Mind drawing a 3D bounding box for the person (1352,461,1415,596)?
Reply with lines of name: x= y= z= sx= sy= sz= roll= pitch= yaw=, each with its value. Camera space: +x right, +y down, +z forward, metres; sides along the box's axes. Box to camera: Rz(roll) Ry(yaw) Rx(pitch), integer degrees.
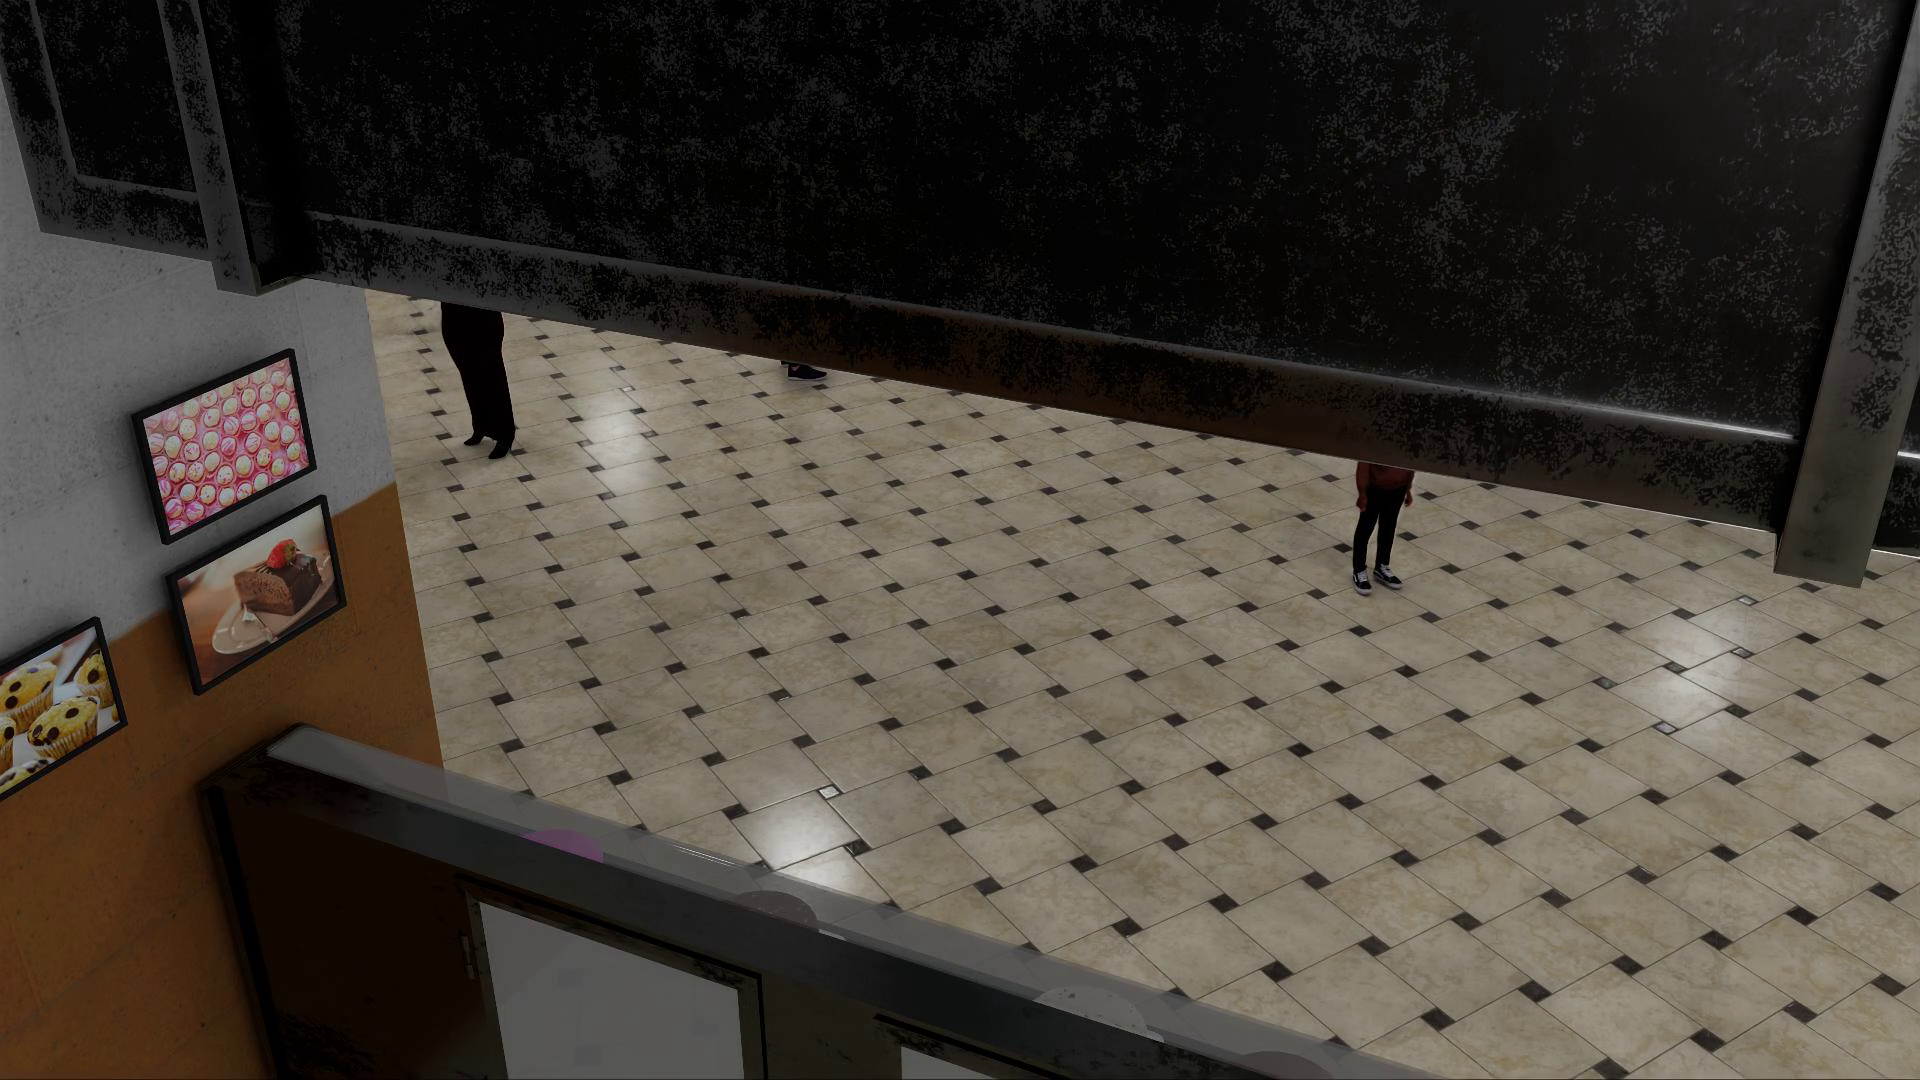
person: x=2.340 y=-0.322 z=9.167 sx=0.592 sy=1.255 sz=0.649 roll=-9 pitch=28 yaw=-17
